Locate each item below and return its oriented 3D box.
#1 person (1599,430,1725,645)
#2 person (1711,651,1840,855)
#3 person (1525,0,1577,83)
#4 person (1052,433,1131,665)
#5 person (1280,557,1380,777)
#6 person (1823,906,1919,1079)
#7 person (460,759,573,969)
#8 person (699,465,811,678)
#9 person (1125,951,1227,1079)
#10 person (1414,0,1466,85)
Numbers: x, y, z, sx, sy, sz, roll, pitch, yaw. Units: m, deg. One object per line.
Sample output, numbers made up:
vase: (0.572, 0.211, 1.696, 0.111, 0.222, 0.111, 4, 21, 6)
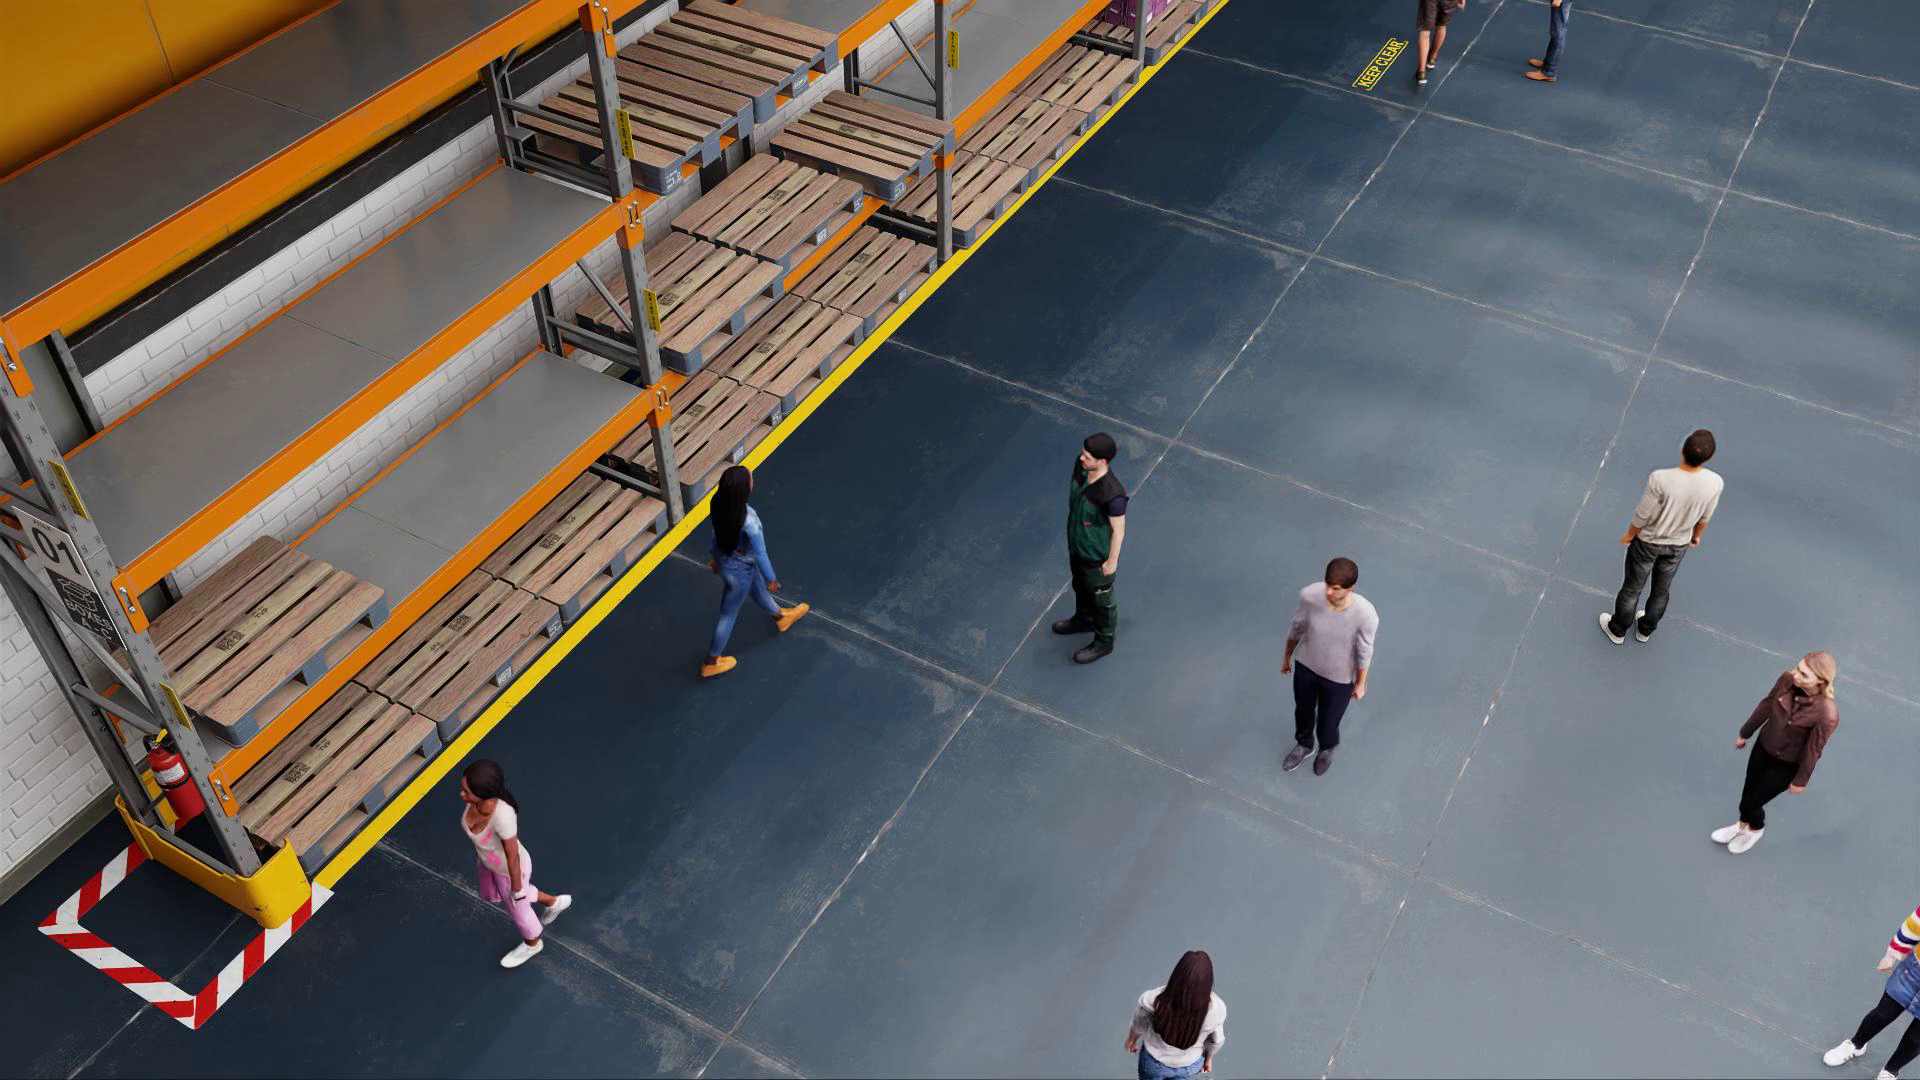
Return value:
person: (4.655, -0.006, 11.001, 0.728, 1.812, 0.718, 1, 44, 1)
person: (4.876, 1.253, 9.767, 0.772, 1.691, 0.708, -10, 44, -10)
person: (6.136, -5.554, 16.793, 0.742, 1.856, 0.543, 17, 46, 17)
person: (0.886, 0.028, 10.902, 0.785, 1.899, 0.769, -17, 46, -17)
person: (2.292, 0.747, 10.199, 0.730, 1.828, 0.691, 29, 51, 27)
person: (5.022, 2.298, 8.585, 0.660, 1.808, 0.716, -27, 50, -25)
person: (-2.440, 1.751, 9.213, 0.841, 1.735, 0.748, -26, 50, -25)
person: (-1.525, 0.243, 10.844, 1.219, 1.667, 0.920, -28, 50, -26)
person: (1.074, 2.662, 8.347, 0.874, 1.610, 1.002, 0, 44, 0)
person: (4.812, -5.475, 16.720, 0.907, 1.841, 1.175, 8, 44, 9)
